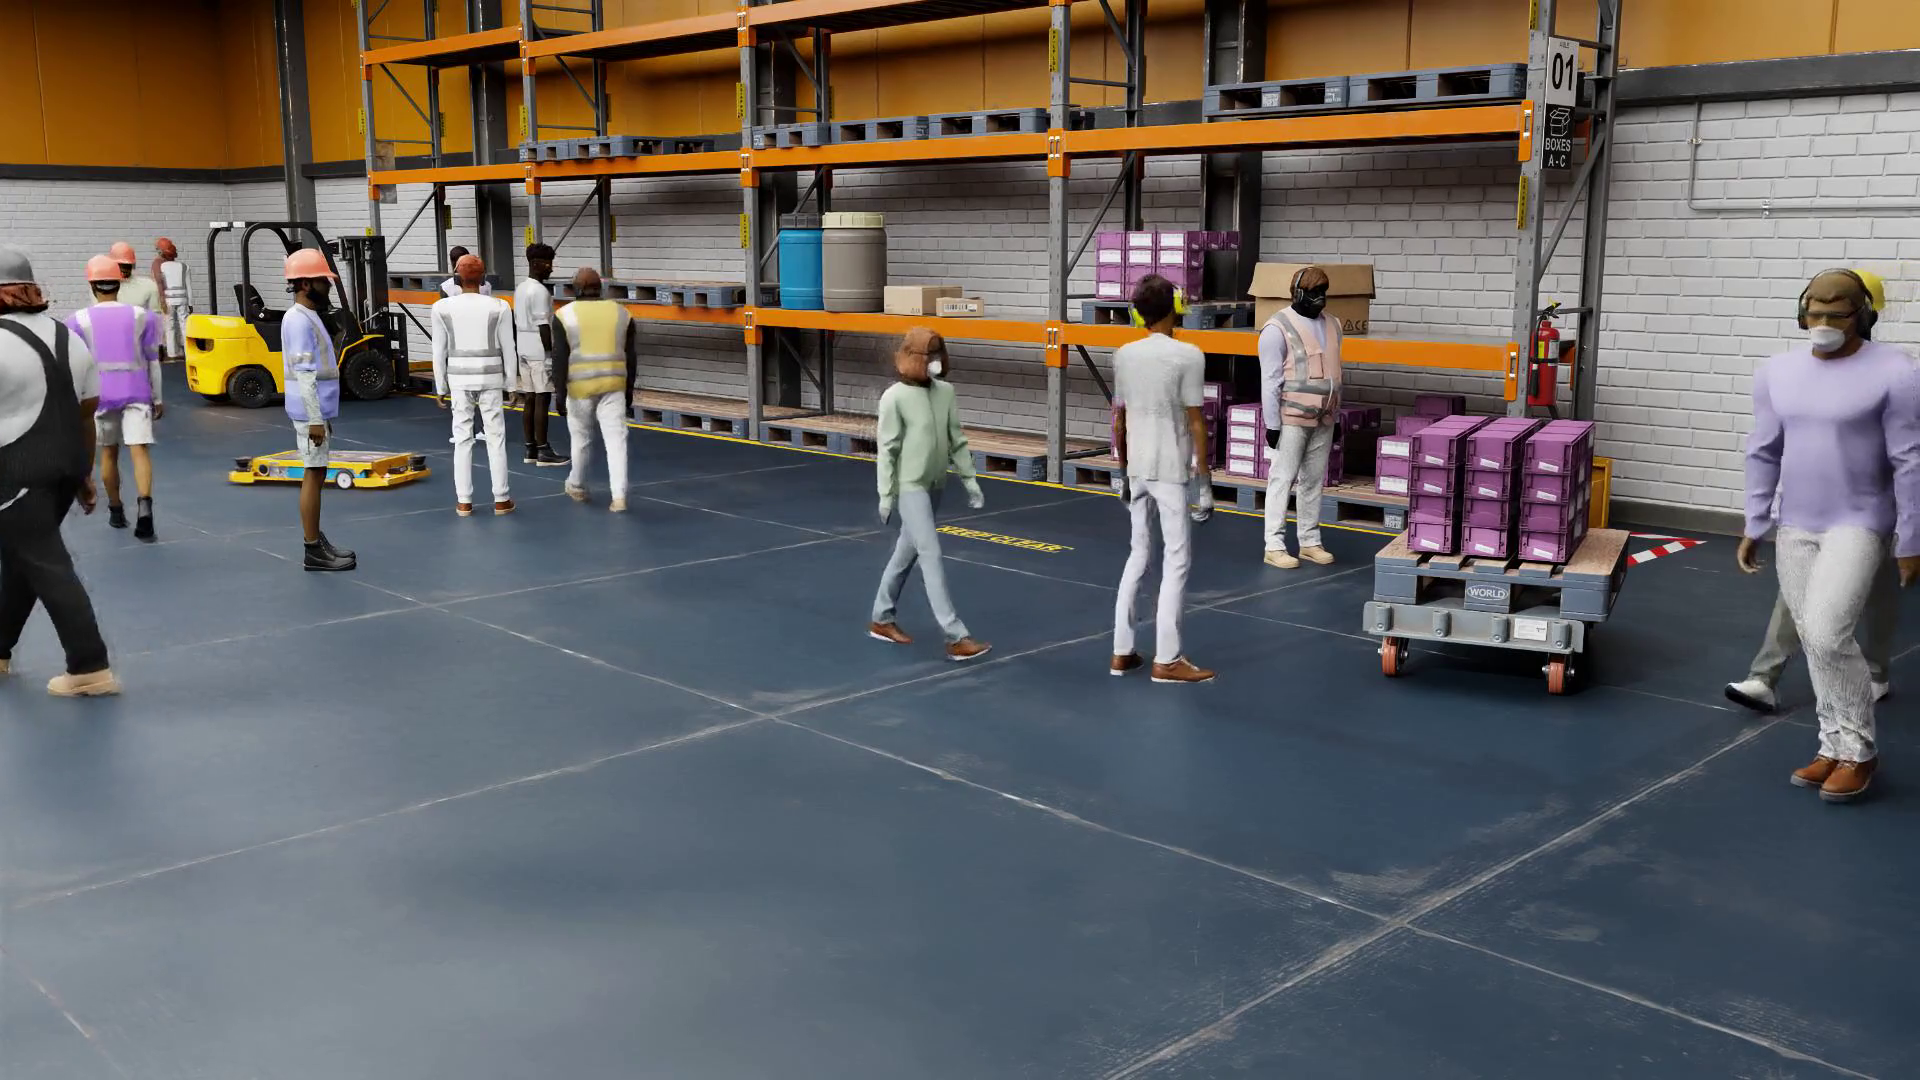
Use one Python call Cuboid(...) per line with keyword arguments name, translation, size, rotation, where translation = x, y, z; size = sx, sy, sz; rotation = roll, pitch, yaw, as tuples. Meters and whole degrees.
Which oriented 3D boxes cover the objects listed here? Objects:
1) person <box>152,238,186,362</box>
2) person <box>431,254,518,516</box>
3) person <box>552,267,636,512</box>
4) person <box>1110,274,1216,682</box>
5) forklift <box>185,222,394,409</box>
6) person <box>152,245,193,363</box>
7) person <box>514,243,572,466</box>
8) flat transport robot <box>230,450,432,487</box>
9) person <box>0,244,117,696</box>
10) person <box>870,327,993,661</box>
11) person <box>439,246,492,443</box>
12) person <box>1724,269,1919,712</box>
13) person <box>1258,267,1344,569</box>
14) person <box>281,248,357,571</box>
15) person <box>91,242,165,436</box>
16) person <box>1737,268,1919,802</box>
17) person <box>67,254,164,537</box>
Cuboid(name="person", translation=(-12.674, -3.814, 26.545), size=(0.523, 1.975, 0.687), rotation=(0, 10, 2))
Cuboid(name="person", translation=(-3.496, -1.111, 12.030), size=(0.584, 1.883, 0.345), rotation=(-2, 11, -11))
Cuboid(name="person", translation=(-2.709, -1.112, 12.329), size=(0.648, 1.789, 0.998), rotation=(-5, 11, -23))
Cuboid(name="person", translation=(0.898, -0.260, 7.500), size=(0.376, 1.844, 0.587), rotation=(-9, 14, -40))
Cuboid(name="forklift", translation=(-8.169, -2.758, 20.163), size=(2.313, 2.155, 1.214), rotation=(-10, 14, -44))
Cuboid(name="person", translation=(-12.519, -3.762, 26.492), size=(0.575, 1.883, 0.355), rotation=(-8, 13, -38))
Cuboid(name="person", translation=(-3.709, -1.636, 14.687), size=(0.381, 1.958, 0.602), rotation=(-7, 12, -34))
Cuboid(name="flat transport robot", translation=(-5.147, -0.595, 13.619), size=(1.431, 0.197, 0.652), rotation=(2, 11, 13))
Cuboid(name="person", translation=(-4.189, -0.329, 7.340), size=(1.009, 2.000, 0.692), rotation=(2, 11, 10))
Cuboid(name="person", translation=(-0.152, -0.229, 8.022), size=(0.845, 1.587, 0.517), rotation=(8, 13, 36))
Cuboid(name="person", translation=(-4.798, -1.900, 16.243), size=(0.379, 1.916, 0.591), rotation=(7, 12, 33))
Cuboid(name="person", translation=(3.688, -0.181, 6.987), size=(0.981, 1.876, 0.591), rotation=(-7, 13, -35))
Cuboid(name="person", translation=(2.099, -0.741, 10.167), size=(0.622, 1.836, 0.431), rotation=(-7, 13, -35))
Cuboid(name="person", translation=(-3.898, -0.782, 10.078), size=(0.350, 1.942, 0.545), rotation=(-3, 11, -18))
Cuboid(name="person", translation=(-8.141, -1.931, 16.304), size=(0.619, 1.963, 0.511), rotation=(-5, 11, -24))
Cuboid(name="person", translation=(3.128, -0.022, 6.024), size=(0.537, 1.904, 0.631), rotation=(-5, 11, -25))
Cuboid(name="person", translation=(-5.684, -0.972, 11.247), size=(0.548, 1.905, 0.927), rotation=(-6, 12, -29))
